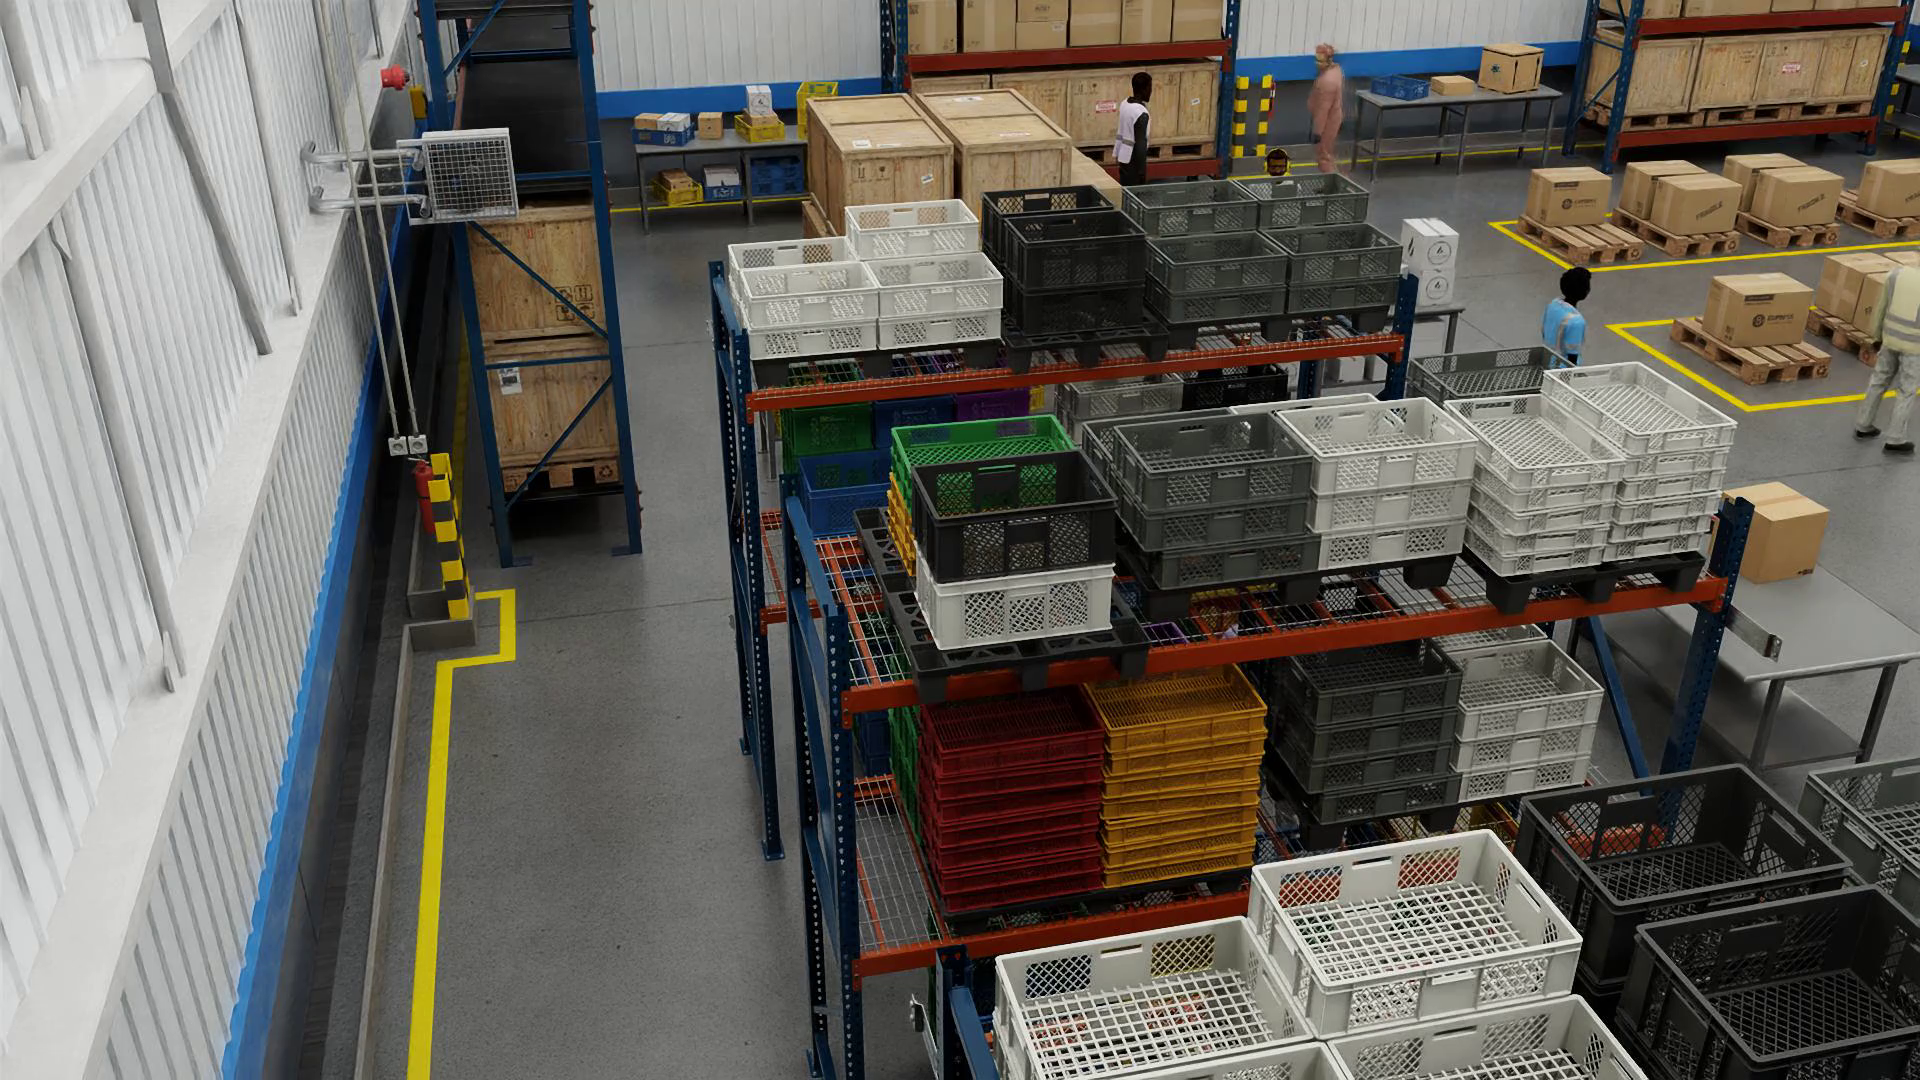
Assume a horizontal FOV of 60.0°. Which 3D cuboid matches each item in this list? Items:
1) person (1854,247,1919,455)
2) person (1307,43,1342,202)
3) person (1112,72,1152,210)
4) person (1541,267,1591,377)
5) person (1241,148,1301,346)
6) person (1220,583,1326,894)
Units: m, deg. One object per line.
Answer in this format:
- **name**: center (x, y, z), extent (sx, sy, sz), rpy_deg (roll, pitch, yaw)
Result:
- **person**: center (7.643, -1.594, 13.381), extent (0.404, 1.827, 0.600), rpy_deg (-12, 30, -21)
- **person**: center (4.315, -4.918, 19.644), extent (0.485, 1.870, 0.670), rpy_deg (6, 28, 11)
- **person**: center (1.868, -4.118, 18.090), extent (0.390, 1.911, 0.592), rpy_deg (-7, 29, -14)
- **person**: center (4.665, -1.313, 12.988), extent (0.322, 1.697, 0.535), rpy_deg (-2, 28, -4)
- **person**: center (2.882, -2.720, 15.474), extent (0.530, 1.871, 0.323), rpy_deg (0, 28, -1)
- **person**: center (1.577, 1.010, 8.335), extent (0.635, 1.935, 0.375), rpy_deg (4, 28, 7)
